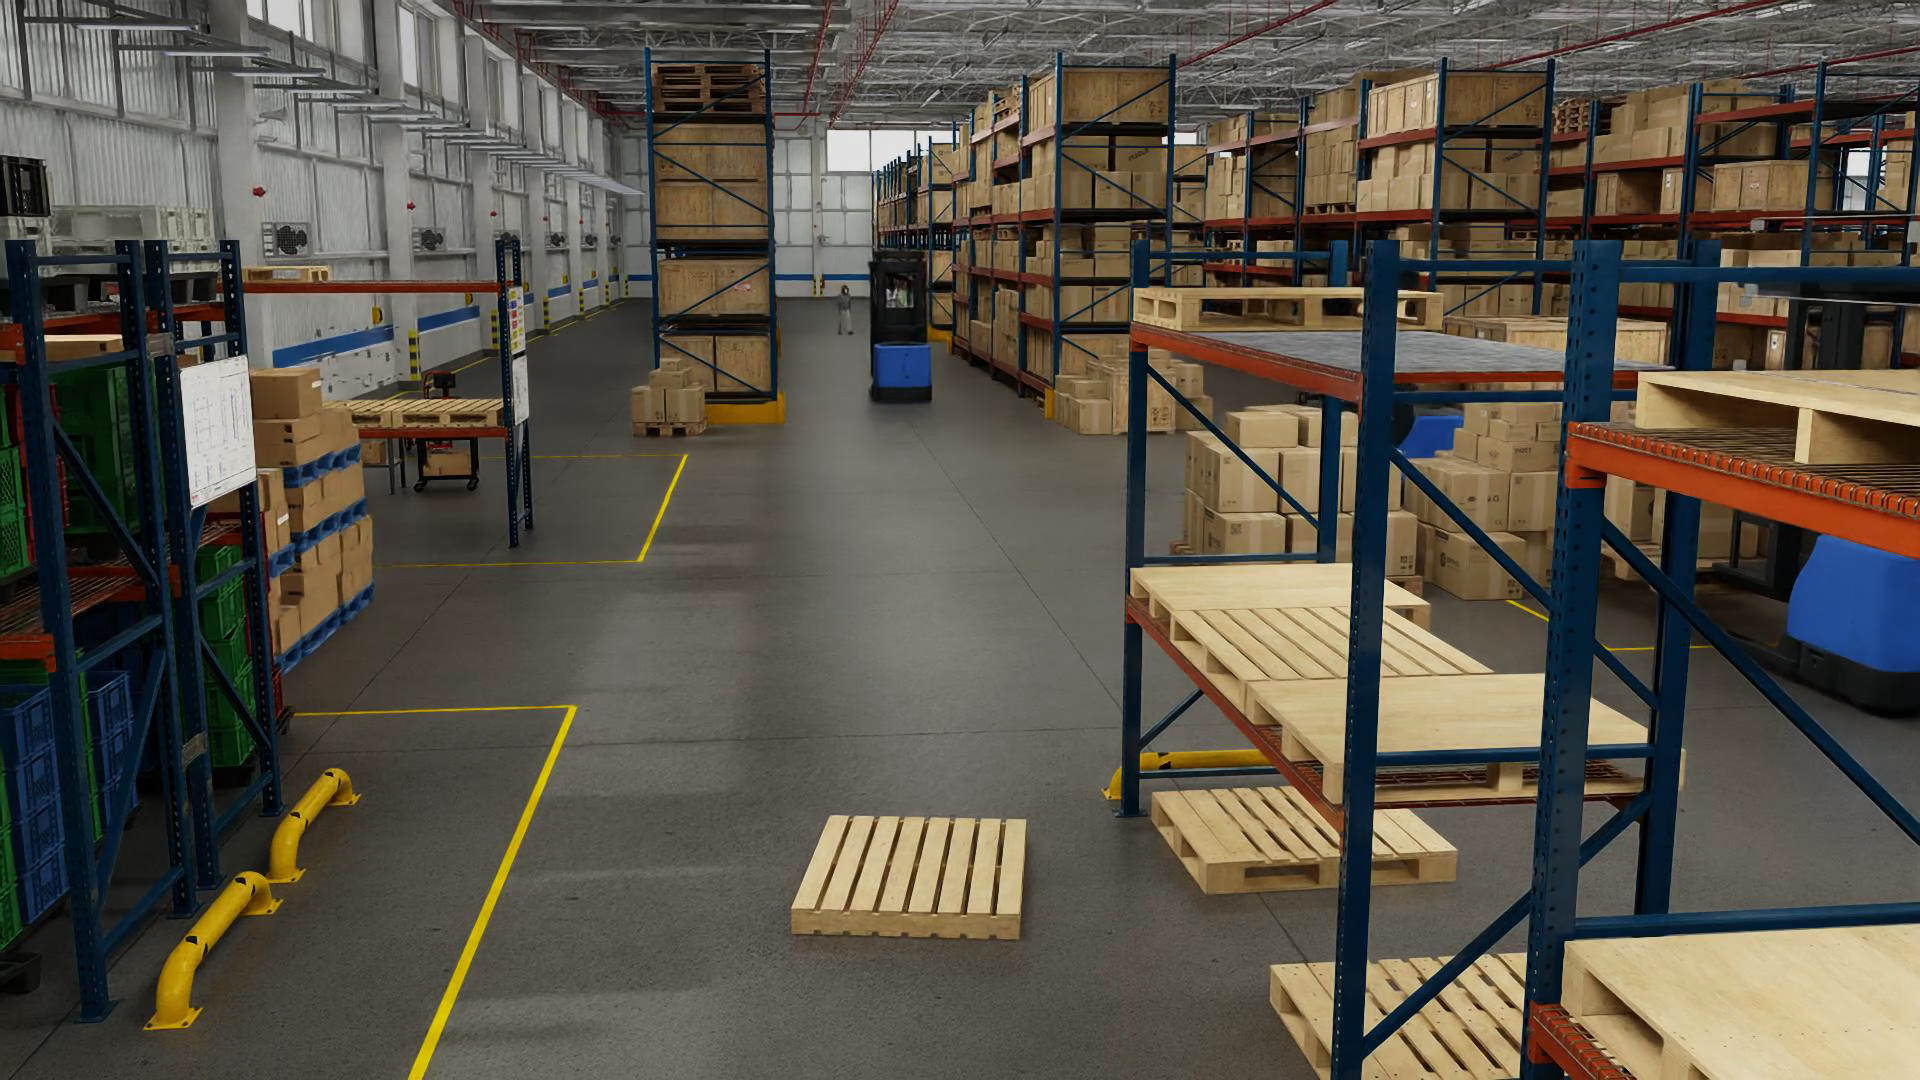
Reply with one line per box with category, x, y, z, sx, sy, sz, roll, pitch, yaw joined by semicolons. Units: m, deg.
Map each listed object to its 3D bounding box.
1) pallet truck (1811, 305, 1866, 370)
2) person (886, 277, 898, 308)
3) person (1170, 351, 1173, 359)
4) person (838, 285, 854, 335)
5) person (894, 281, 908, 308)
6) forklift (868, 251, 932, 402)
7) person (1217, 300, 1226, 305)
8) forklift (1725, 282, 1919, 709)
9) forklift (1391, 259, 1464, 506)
pallet truck;15.846;-3.142;28.793;1.885;1.965;0.823;2;10;12
person;-2.121;-7.276;52.033;0.622;1.874;0.947;-2;10;-13
person;4.593;-4.475;37.227;0.545;1.618;0.553;3;11;14
person;-3.706;-7.352;53.250;0.522;1.591;0.865;-6;12;-31
person;-1.727;-6.713;49.042;0.517;1.826;0.577;6;12;30
forklift;-1.135;-4.073;31.503;1.129;2.768;1.873;-1;10;-6
person;9.189;-8.336;57.779;0.570;1.924;0.503;-3;11;-16
forklift;6.242;-0.419;11.257;1.129;2.768;1.873;-1;10;-6
forklift;4.885;-1.795;18.880;1.873;2.768;1.129;-1;10;-6
